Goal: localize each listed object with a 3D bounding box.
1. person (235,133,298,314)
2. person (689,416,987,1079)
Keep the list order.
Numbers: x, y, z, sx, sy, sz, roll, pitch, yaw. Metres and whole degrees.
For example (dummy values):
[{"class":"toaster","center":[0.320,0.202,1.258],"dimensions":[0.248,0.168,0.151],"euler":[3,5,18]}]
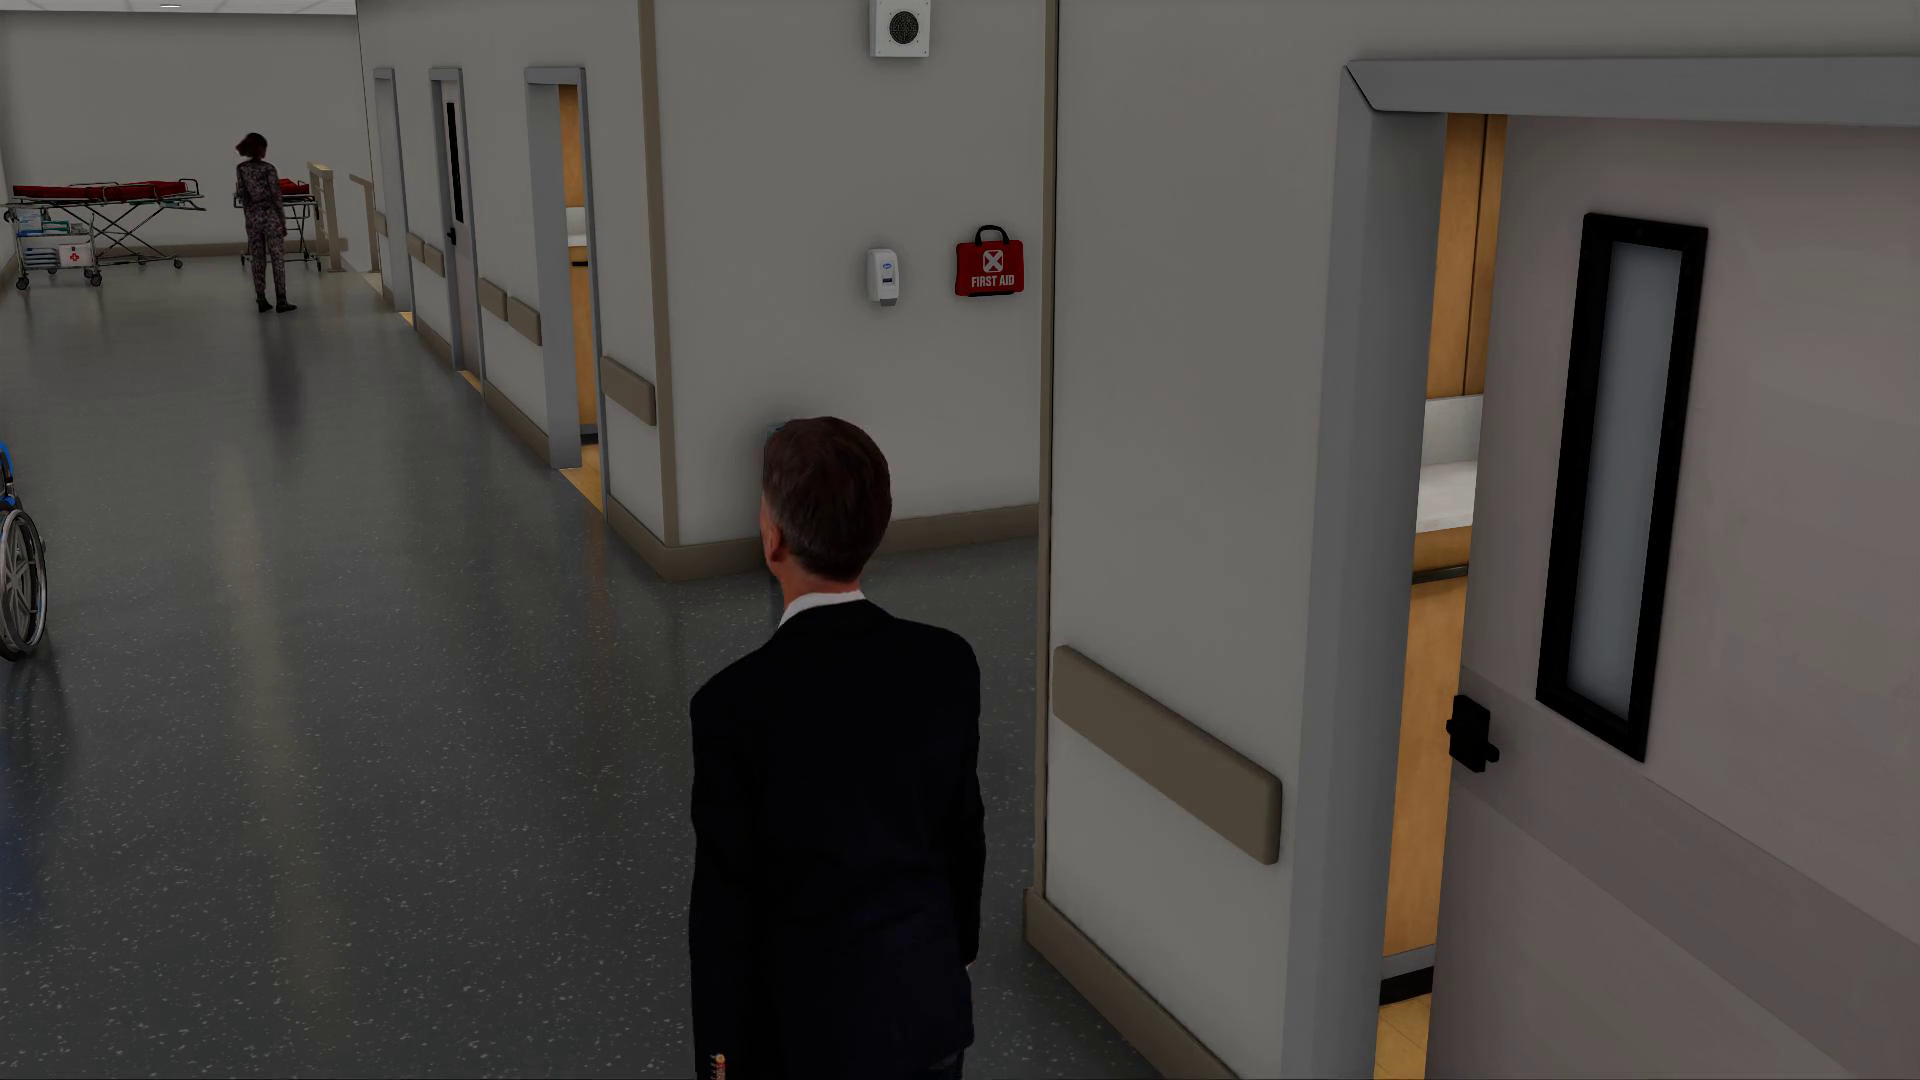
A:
[{"class":"person","center":[-6.794,-3.093,16.223],"dimensions":[0.668,1.717,0.704],"euler":[3,16,10]},{"class":"person","center":[-0.138,0.745,2.511],"dimensions":[0.770,1.771,1.179],"euler":[-9,18,-29]}]
